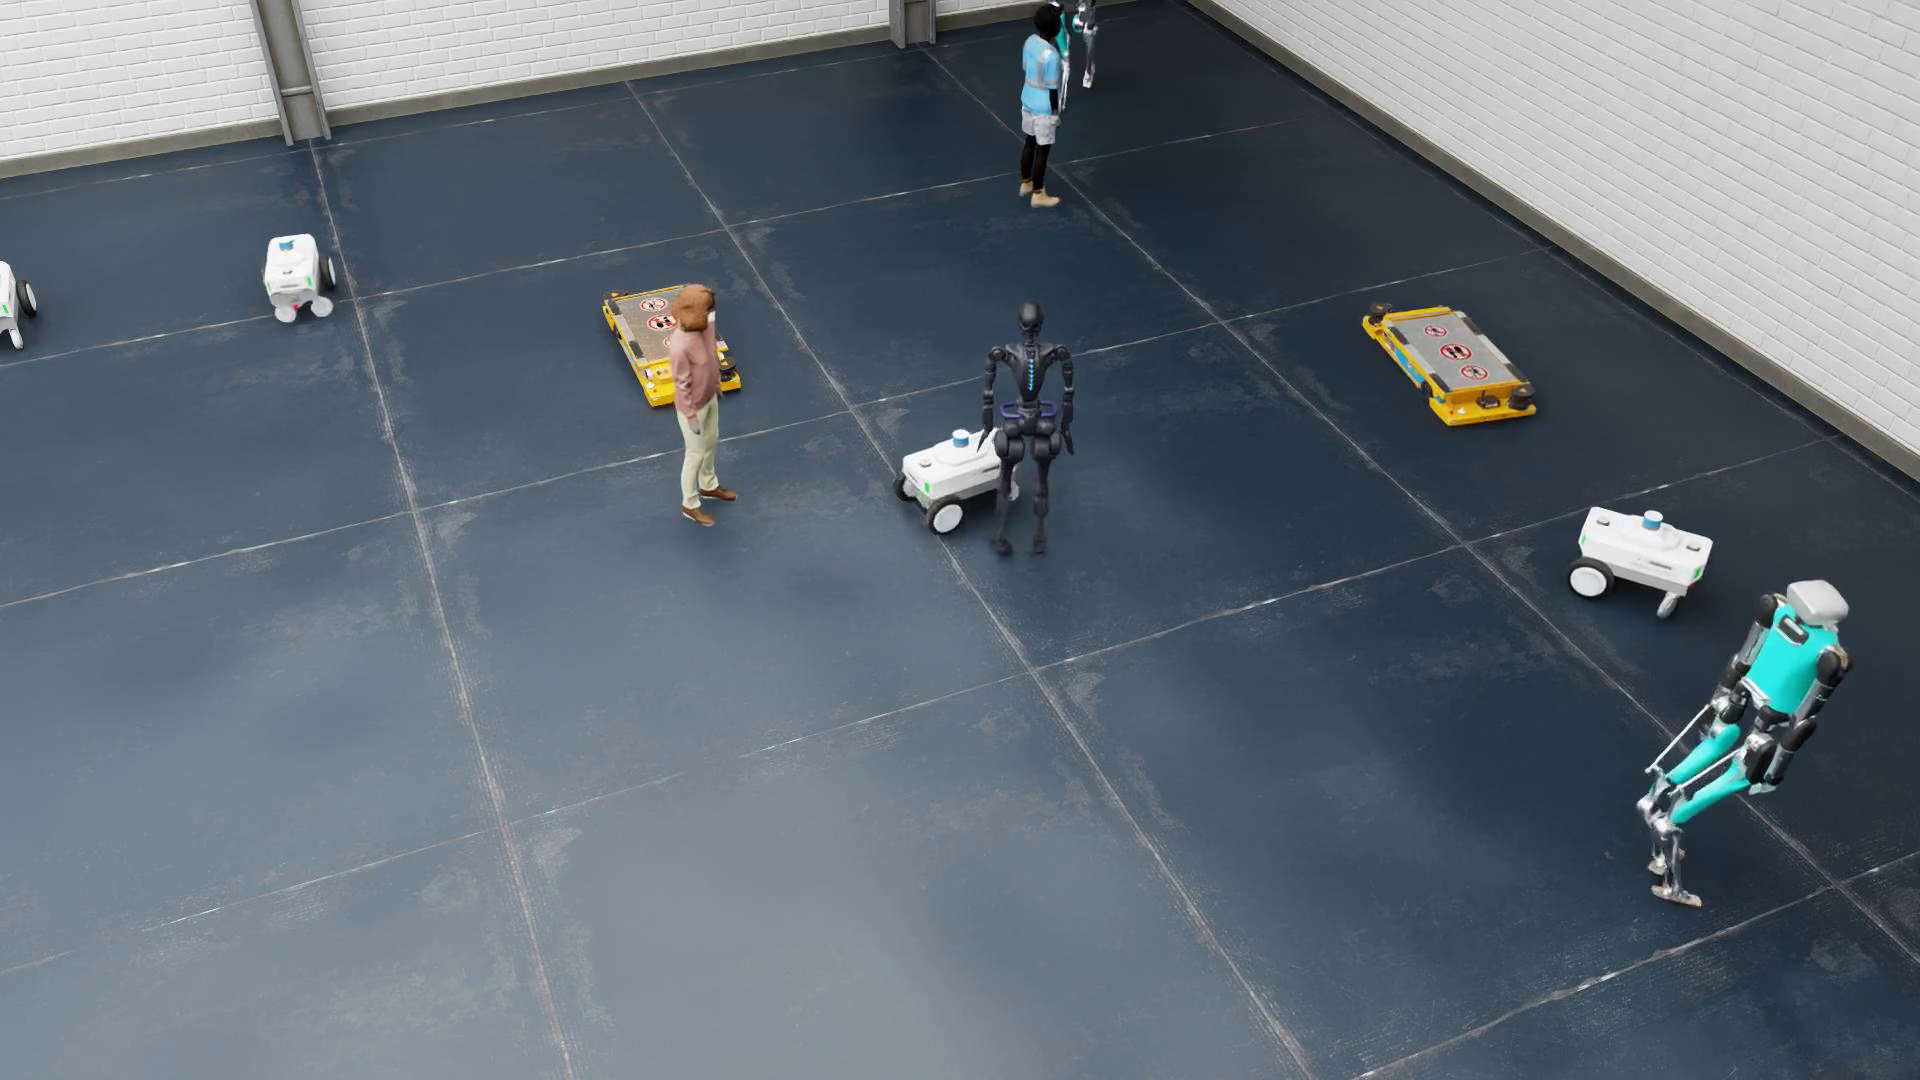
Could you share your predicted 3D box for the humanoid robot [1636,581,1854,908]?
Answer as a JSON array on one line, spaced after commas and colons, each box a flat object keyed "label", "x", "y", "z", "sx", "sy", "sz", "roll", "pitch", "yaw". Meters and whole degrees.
[{"label": "humanoid robot", "x": 3.510, "y": 0.979, "z": 7.778, "sx": 0.840, "sy": 1.744, "sz": 0.549, "roll": -10, "pitch": 39, "yaw": -12}]

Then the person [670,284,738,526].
[{"label": "person", "x": -1.597, "y": -0.856, "z": 10.271, "sx": 0.295, "sy": 1.622, "sz": 0.509, "roll": 13, "pitch": 39, "yaw": 16}]

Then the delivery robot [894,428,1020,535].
[{"label": "delivery robot", "x": -0.013, "y": -0.416, "z": 10.595, "sx": 0.816, "sy": 0.613, "sz": 0.499, "roll": -20, "pitch": 42, "yaw": -24}]

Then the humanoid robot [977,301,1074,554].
[{"label": "humanoid robot", "x": 0.399, "y": -0.664, "z": 9.982, "sx": 0.589, "sy": 1.645, "sz": 0.351, "roll": -3, "pitch": 38, "yaw": -5}]

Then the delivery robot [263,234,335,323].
[{"label": "delivery robot", "x": -5.069, "y": -2.038, "z": 12.685, "sx": 0.518, "sy": 0.587, "sz": 0.753, "roll": -9, "pitch": 39, "yaw": -12}]

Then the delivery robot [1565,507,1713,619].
[{"label": "delivery robot", "x": 4.045, "y": 0.092, "z": 9.913, "sx": 0.738, "sy": 0.587, "sz": 0.523, "roll": 19, "pitch": 41, "yaw": 22}]

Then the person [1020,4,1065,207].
[{"label": "person", "x": 0.687, "y": -3.599, "z": 13.791, "sx": 0.322, "sy": 1.690, "sz": 0.542, "roll": -14, "pitch": 40, "yaw": -18}]

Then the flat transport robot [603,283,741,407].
[{"label": "flat transport robot", "x": -2.132, "y": -1.463, "z": 12.179, "sx": 0.659, "sy": 0.231, "sz": 1.431, "roll": -15, "pitch": 40, "yaw": -18}]

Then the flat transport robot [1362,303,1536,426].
[{"label": "flat transport robot", "x": 3.503, "y": -1.299, "z": 11.964, "sx": 0.659, "sy": 0.231, "sz": 1.431, "roll": -8, "pitch": 38, "yaw": -11}]

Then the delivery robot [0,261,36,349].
[{"label": "delivery robot", "x": -7.190, "y": -1.765, "z": 12.312, "sx": 0.499, "sy": 0.566, "sz": 0.739, "roll": -15, "pitch": 40, "yaw": -18}]

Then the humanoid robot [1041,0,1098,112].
[{"label": "humanoid robot", "x": 1.100, "y": -4.952, "z": 15.572, "sx": 0.530, "sy": 1.781, "sz": 1.041, "roll": 14, "pitch": 40, "yaw": 18}]
